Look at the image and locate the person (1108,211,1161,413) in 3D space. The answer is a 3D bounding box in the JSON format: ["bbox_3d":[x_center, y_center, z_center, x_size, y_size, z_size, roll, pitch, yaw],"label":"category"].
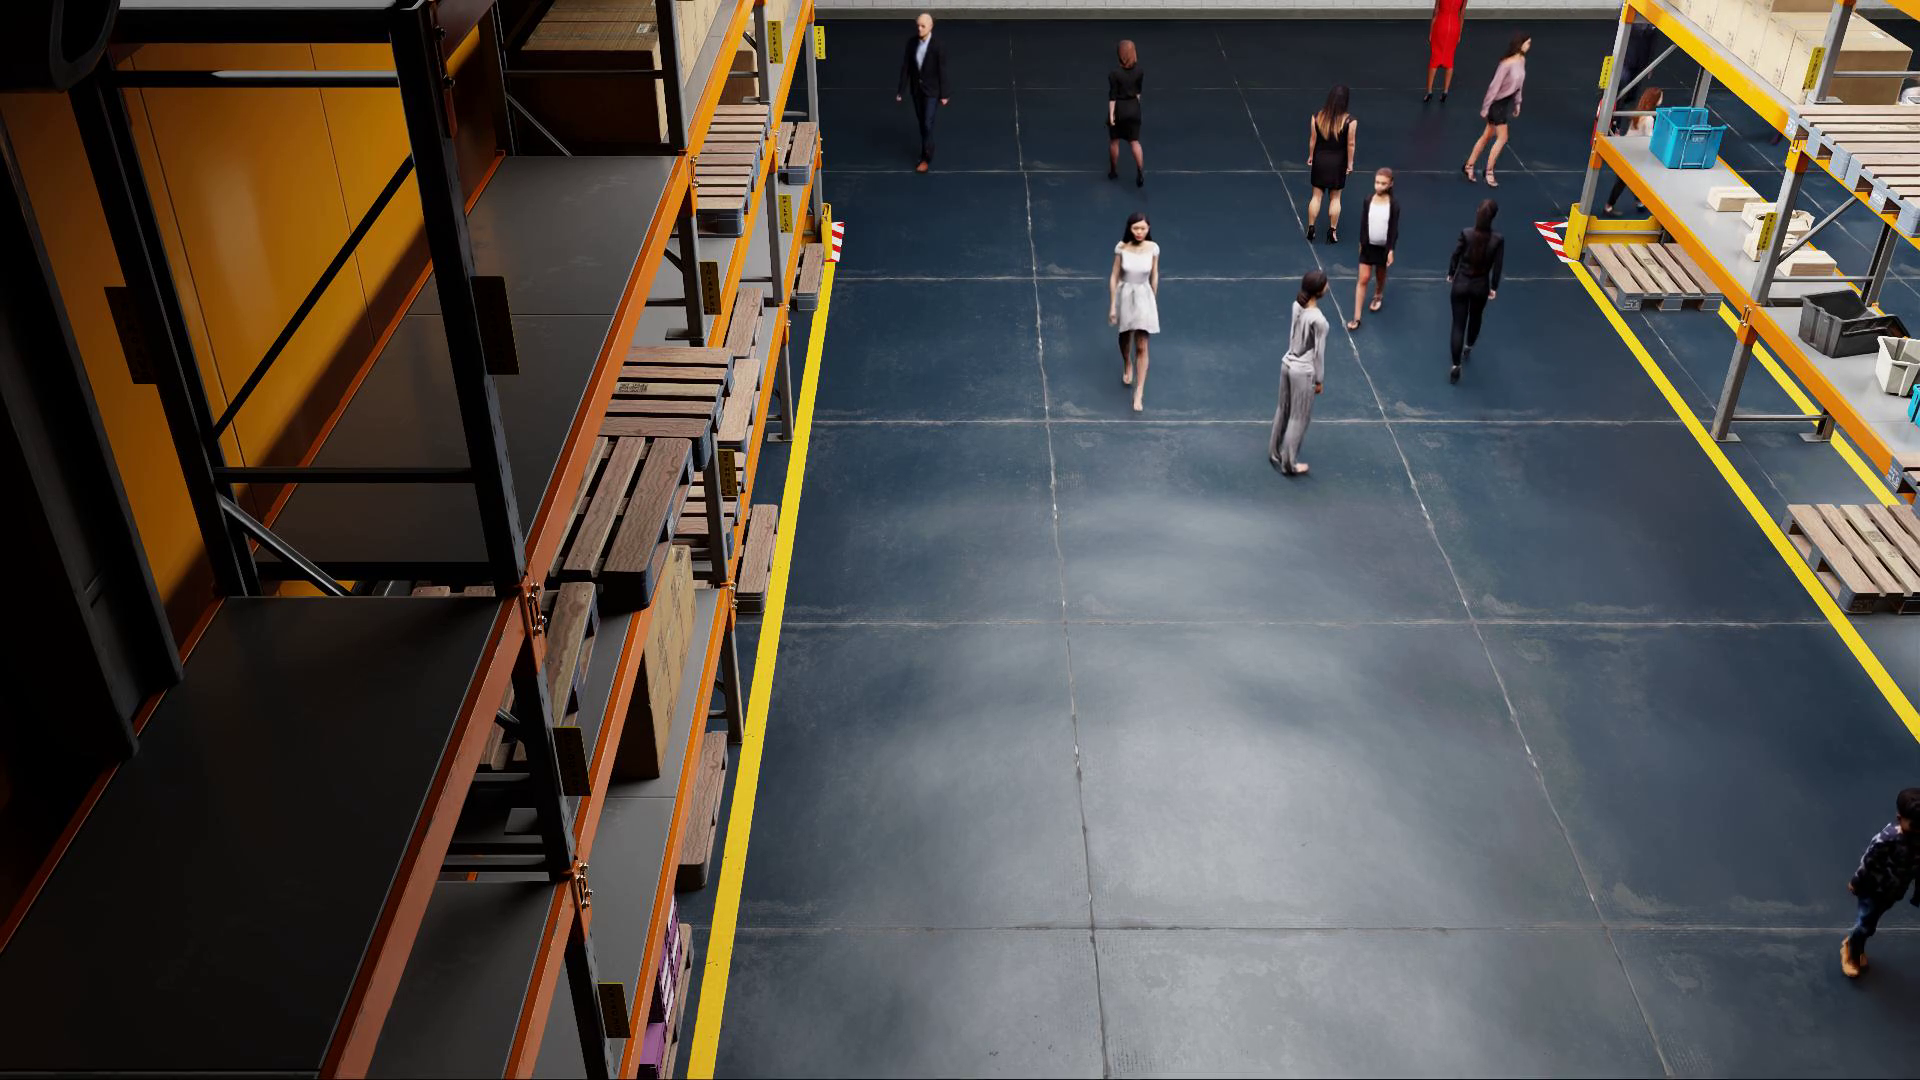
[{"bbox_3d":[1.514,-2.095,14.716,0.679,1.738,1.110,3,34,5],"label":"person"}]

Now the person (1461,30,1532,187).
[{"bbox_3d":[6.038,-4.899,18.904,0.882,1.772,0.824,28,42,35],"label":"person"}]

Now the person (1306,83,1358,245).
[{"bbox_3d":[3.902,-3.956,17.534,0.737,1.718,0.736,14,36,20],"label":"person"}]

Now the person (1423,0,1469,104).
[{"bbox_3d":[6.221,-6.476,21.303,0.548,1.743,0.485,0,34,0],"label":"person"}]

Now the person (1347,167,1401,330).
[{"bbox_3d":[4.058,-2.861,16.059,0.829,1.527,1.106,15,36,21],"label":"person"}]

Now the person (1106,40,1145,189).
[{"bbox_3d":[1.913,-4.776,18.802,0.807,1.680,1.074,-11,35,-17],"label":"person"}]

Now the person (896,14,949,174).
[{"bbox_3d":[-0.377,-5.272,19.458,0.952,1.780,1.068,17,37,24],"label":"person"}]

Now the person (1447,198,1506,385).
[{"bbox_3d":[4.587,-2.201,14.925,0.712,1.683,0.942,6,34,9],"label":"person"}]

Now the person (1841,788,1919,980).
[{"bbox_3d":[5.114,1.852,9.225,0.503,1.243,0.526,0,34,0],"label":"person"}]

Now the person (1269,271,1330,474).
[{"bbox_3d":[2.778,-1.374,13.603,0.711,1.770,0.574,-11,35,-16],"label":"person"}]

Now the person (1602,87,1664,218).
[{"bbox_3d":[7.293,-4.202,18.139,0.649,1.457,0.803,-2,34,-3],"label":"person"}]

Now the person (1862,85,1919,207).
[{"bbox_3d":[10.390,-4.400,18.236,0.866,1.681,0.773,-11,35,-16],"label":"person"}]

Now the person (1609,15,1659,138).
[{"bbox_3d":[8.114,-5.767,20.188,0.759,1.796,1.105,-3,34,-5],"label":"person"}]
